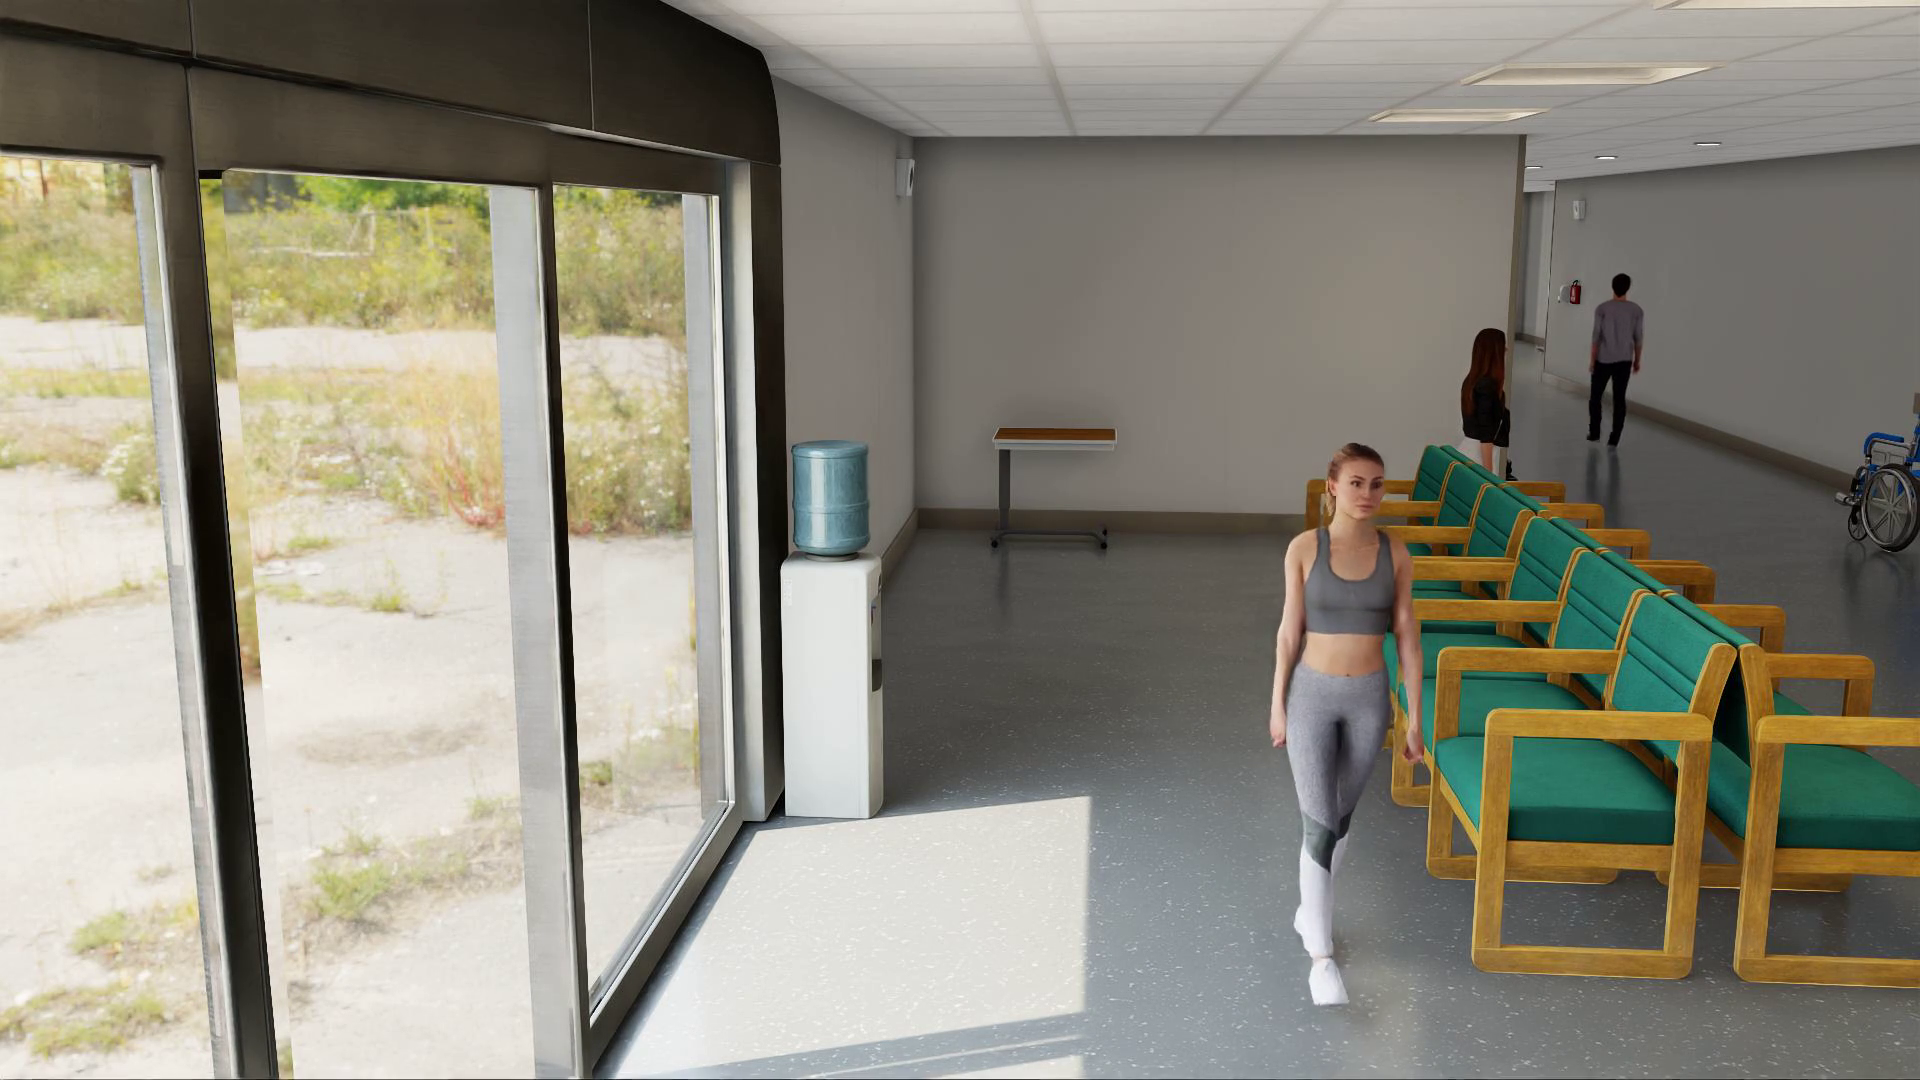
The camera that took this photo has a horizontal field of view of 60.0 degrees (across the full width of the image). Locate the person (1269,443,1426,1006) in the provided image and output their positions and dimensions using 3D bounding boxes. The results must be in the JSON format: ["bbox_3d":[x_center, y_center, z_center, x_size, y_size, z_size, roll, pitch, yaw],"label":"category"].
[{"bbox_3d":[1.181,0.535,5.249,0.944,1.674,0.703,0,11,-2],"label":"person"}]

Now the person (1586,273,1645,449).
[{"bbox_3d":[6.902,-1.868,17.513,0.820,1.823,0.803,2,11,11],"label":"person"}]

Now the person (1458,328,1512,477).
[{"bbox_3d":[3.332,-0.513,10.707,0.507,1.699,0.577,1,11,4],"label":"person"}]
